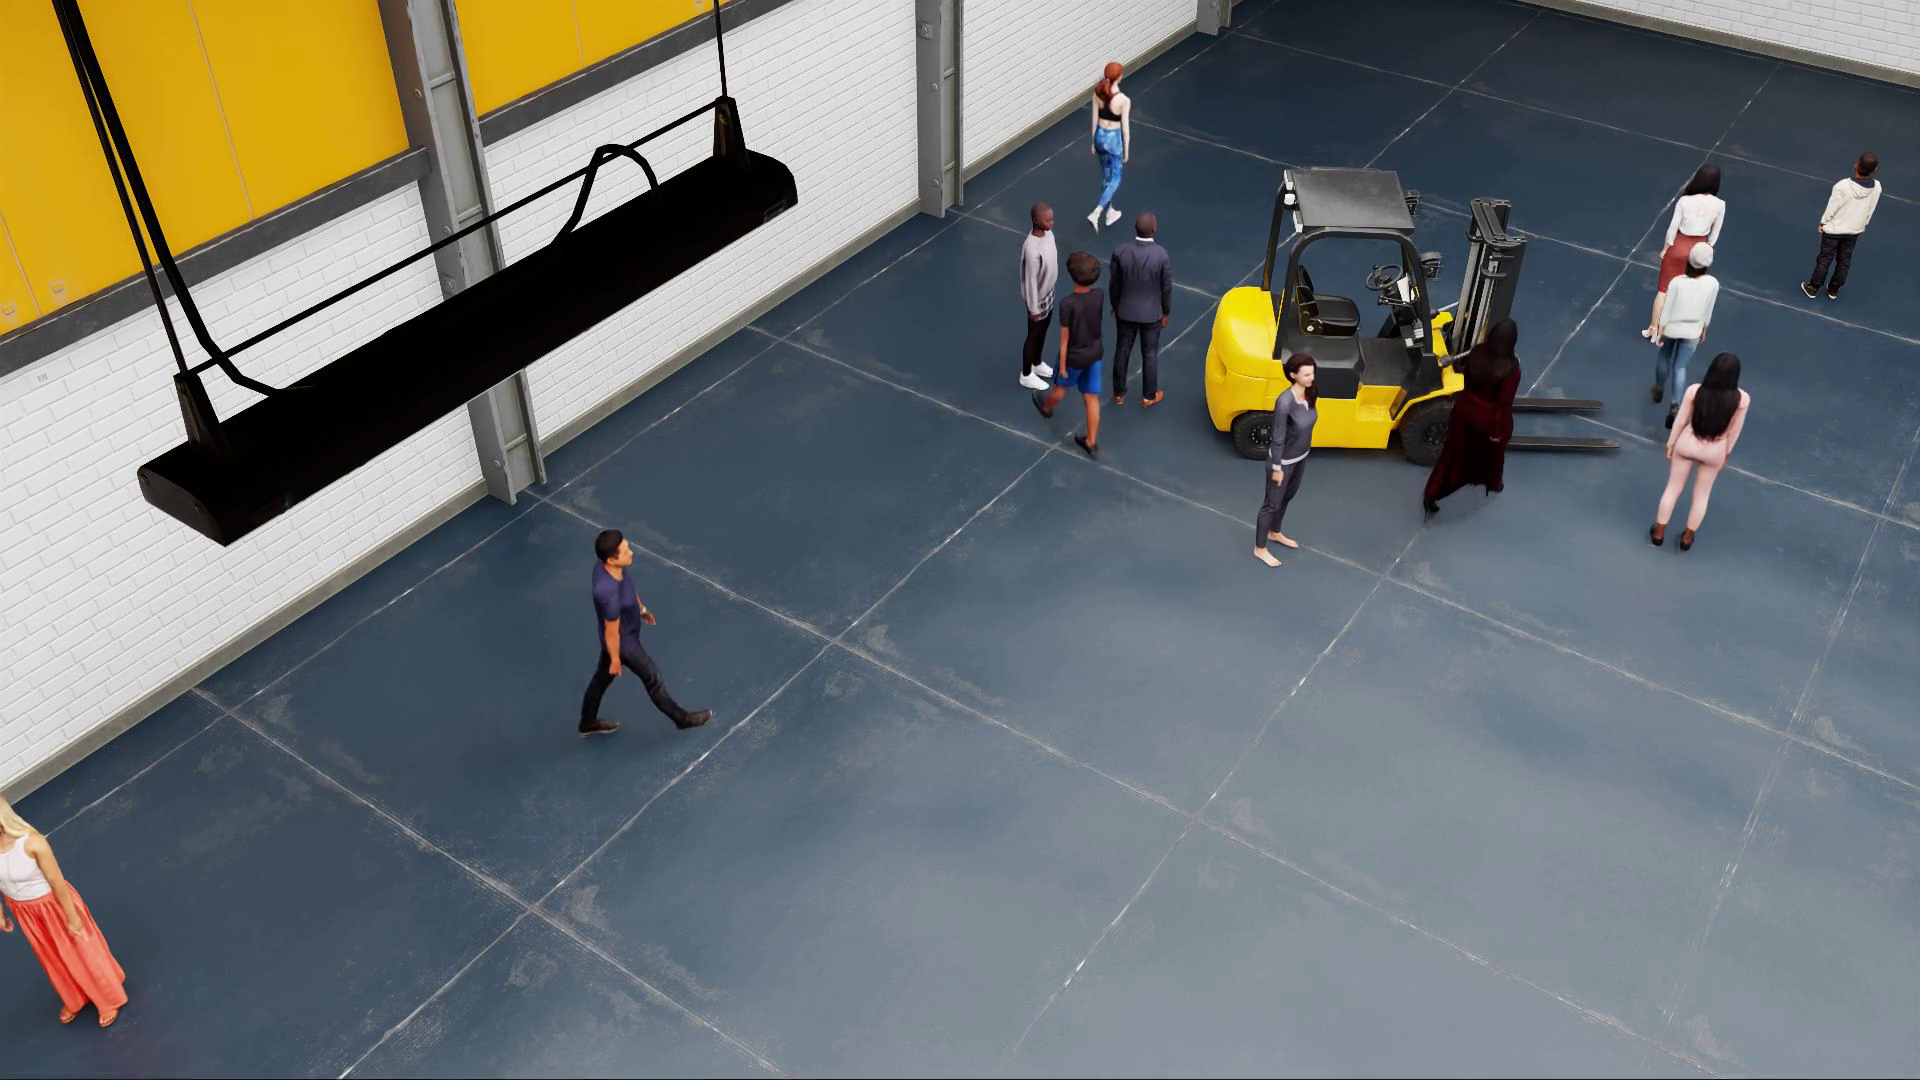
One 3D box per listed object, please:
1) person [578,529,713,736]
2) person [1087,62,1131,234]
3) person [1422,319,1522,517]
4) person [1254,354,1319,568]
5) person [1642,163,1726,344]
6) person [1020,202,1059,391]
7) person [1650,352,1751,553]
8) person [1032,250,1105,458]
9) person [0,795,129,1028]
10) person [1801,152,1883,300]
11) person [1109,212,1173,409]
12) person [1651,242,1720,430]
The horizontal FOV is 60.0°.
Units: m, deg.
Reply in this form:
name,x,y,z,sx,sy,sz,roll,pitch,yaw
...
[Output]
name,x,y,z,sx,sy,sz,roll,pitch,yaw
person,-2.306,0.657,10.892,1.205,1.742,1.098,-9,39,-11
person,1.441,-3.854,16.521,0.595,1.767,0.990,20,43,23
person,3.959,-0.897,12.857,1.175,1.718,0.898,-24,44,-27
person,2.449,-0.628,12.482,0.680,1.767,0.466,27,46,29
person,6.500,-2.557,14.910,0.668,1.751,0.670,4,39,5
person,0.661,-2.118,14.345,0.731,1.770,0.568,14,41,17
person,5.573,-0.659,12.559,0.662,1.719,0.606,14,41,17
person,1.035,-1.466,13.537,1.114,1.760,1.002,-17,42,-20
person,-5.043,2.010,9.149,0.724,1.803,0.749,2,39,2
person,8.318,-2.951,15.641,0.663,1.454,0.665,4,39,5
person,1.524,-1.940,14.079,0.753,1.824,0.700,13,40,16
person,6.060,-1.707,13.948,0.868,1.622,1.124,9,40,11
